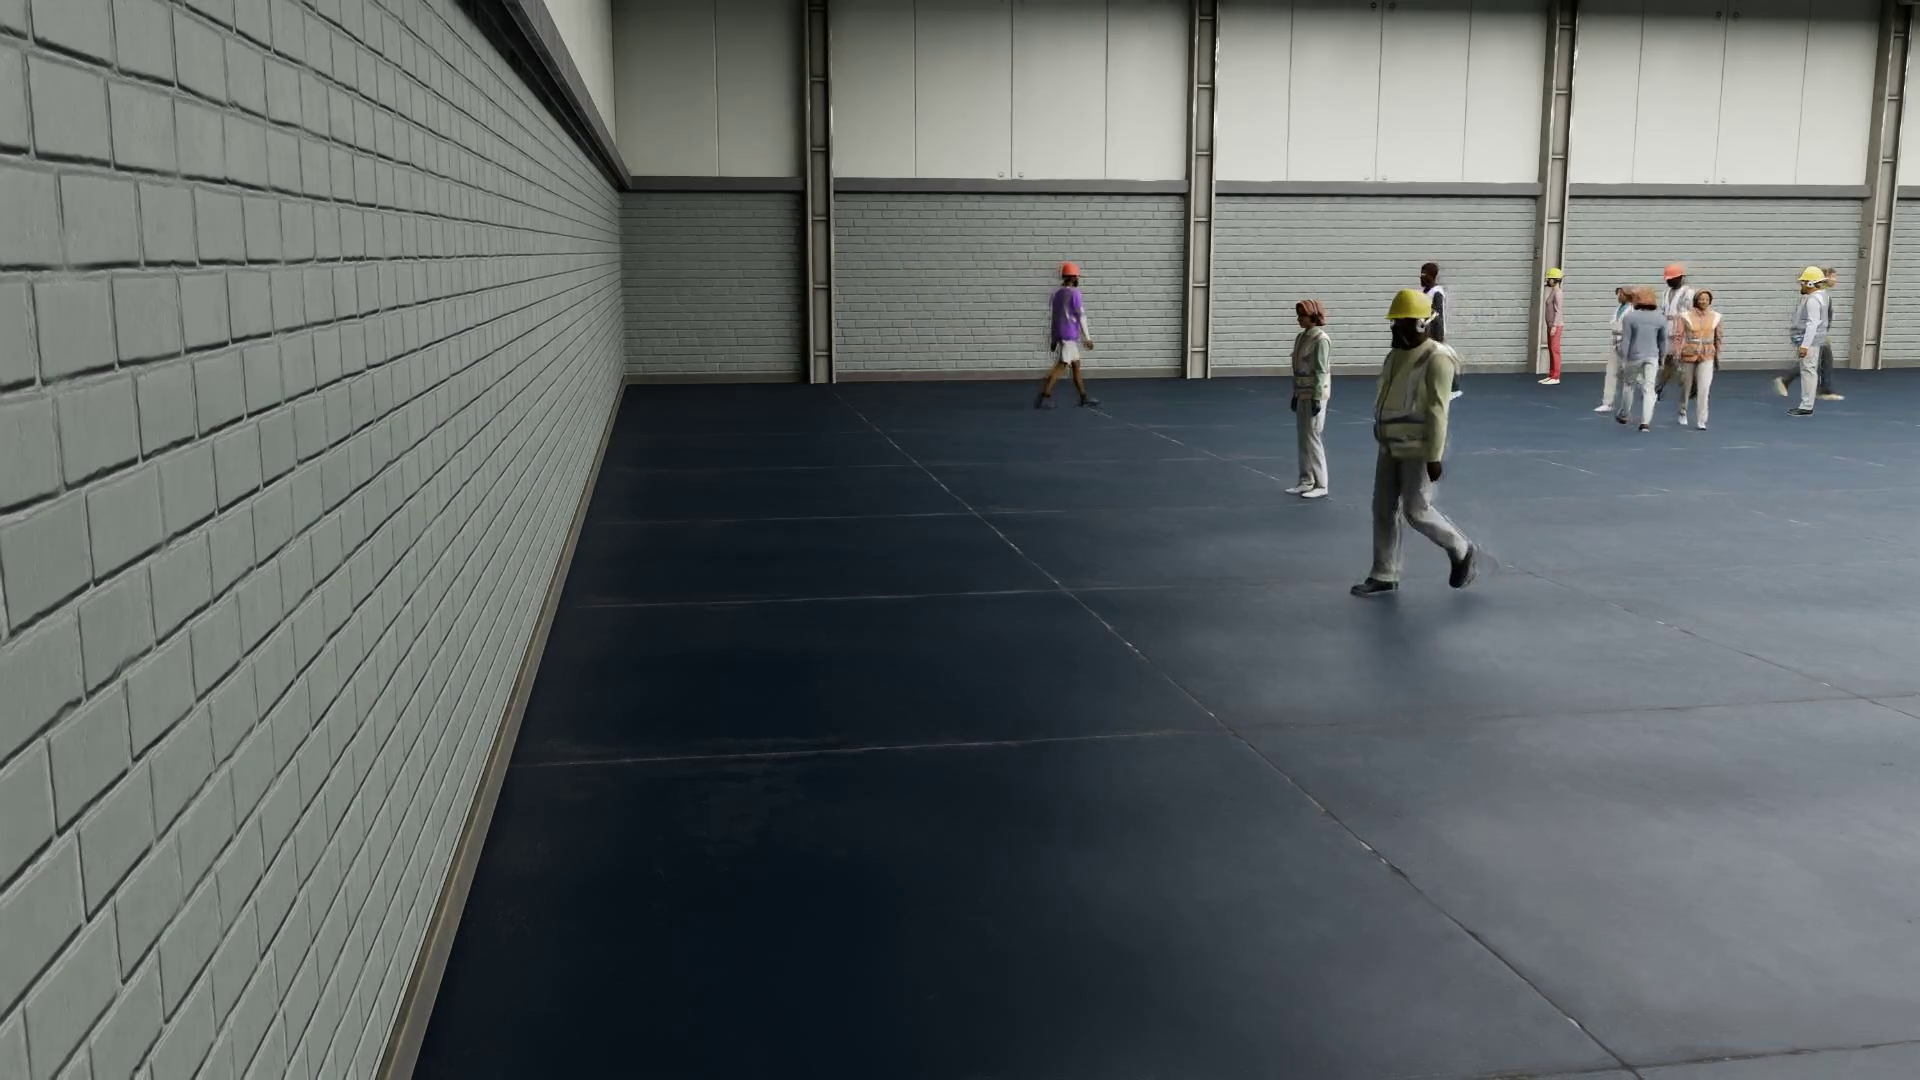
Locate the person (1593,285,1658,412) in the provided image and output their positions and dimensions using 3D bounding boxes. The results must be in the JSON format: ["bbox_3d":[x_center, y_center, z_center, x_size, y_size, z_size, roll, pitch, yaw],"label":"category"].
[{"bbox_3d":[8.444,-2.409,20.955,0.765,1.611,0.523,-2,10,-13],"label":"person"}]

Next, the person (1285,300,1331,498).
[{"bbox_3d":[2.899,-1.163,13.736,0.315,1.631,0.513,-2,10,-10],"label":"person"}]

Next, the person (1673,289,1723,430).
[{"bbox_3d":[8.468,-2.091,19.136,0.534,1.601,0.850,2,10,13],"label":"person"}]

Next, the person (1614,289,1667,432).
[{"bbox_3d":[7.738,-2.050,18.908,0.531,1.587,0.838,1,10,7],"label":"person"}]

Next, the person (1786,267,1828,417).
[{"bbox_3d":[10.388,-2.424,20.391,0.403,1.835,0.588,6,12,32],"label":"person"}]

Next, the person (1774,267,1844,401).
[{"bbox_3d":[11.576,-2.788,22.545,0.812,1.821,0.519,5,11,26],"label":"person"}]

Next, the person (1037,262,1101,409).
[{"bbox_3d":[1.391,-2.628,21.446,1.009,1.891,0.549,-4,11,-23],"label":"person"}]

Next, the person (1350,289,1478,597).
[{"bbox_3d":[2.678,-0.559,9.726,0.700,1.809,0.602,-3,10,-19],"label":"person"}]

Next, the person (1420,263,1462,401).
[{"bbox_3d":[6.336,-2.777,22.314,0.974,1.881,0.604,0,10,0],"label":"person"}]

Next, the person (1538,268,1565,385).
[{"bbox_3d":[9.019,-3.245,25.314,0.313,1.769,0.523,2,10,11],"label":"person"}]

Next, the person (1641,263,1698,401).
[{"bbox_3d":[9.737,-2.813,22.534,1.028,1.875,0.591,-2,10,-13],"label":"person"}]
